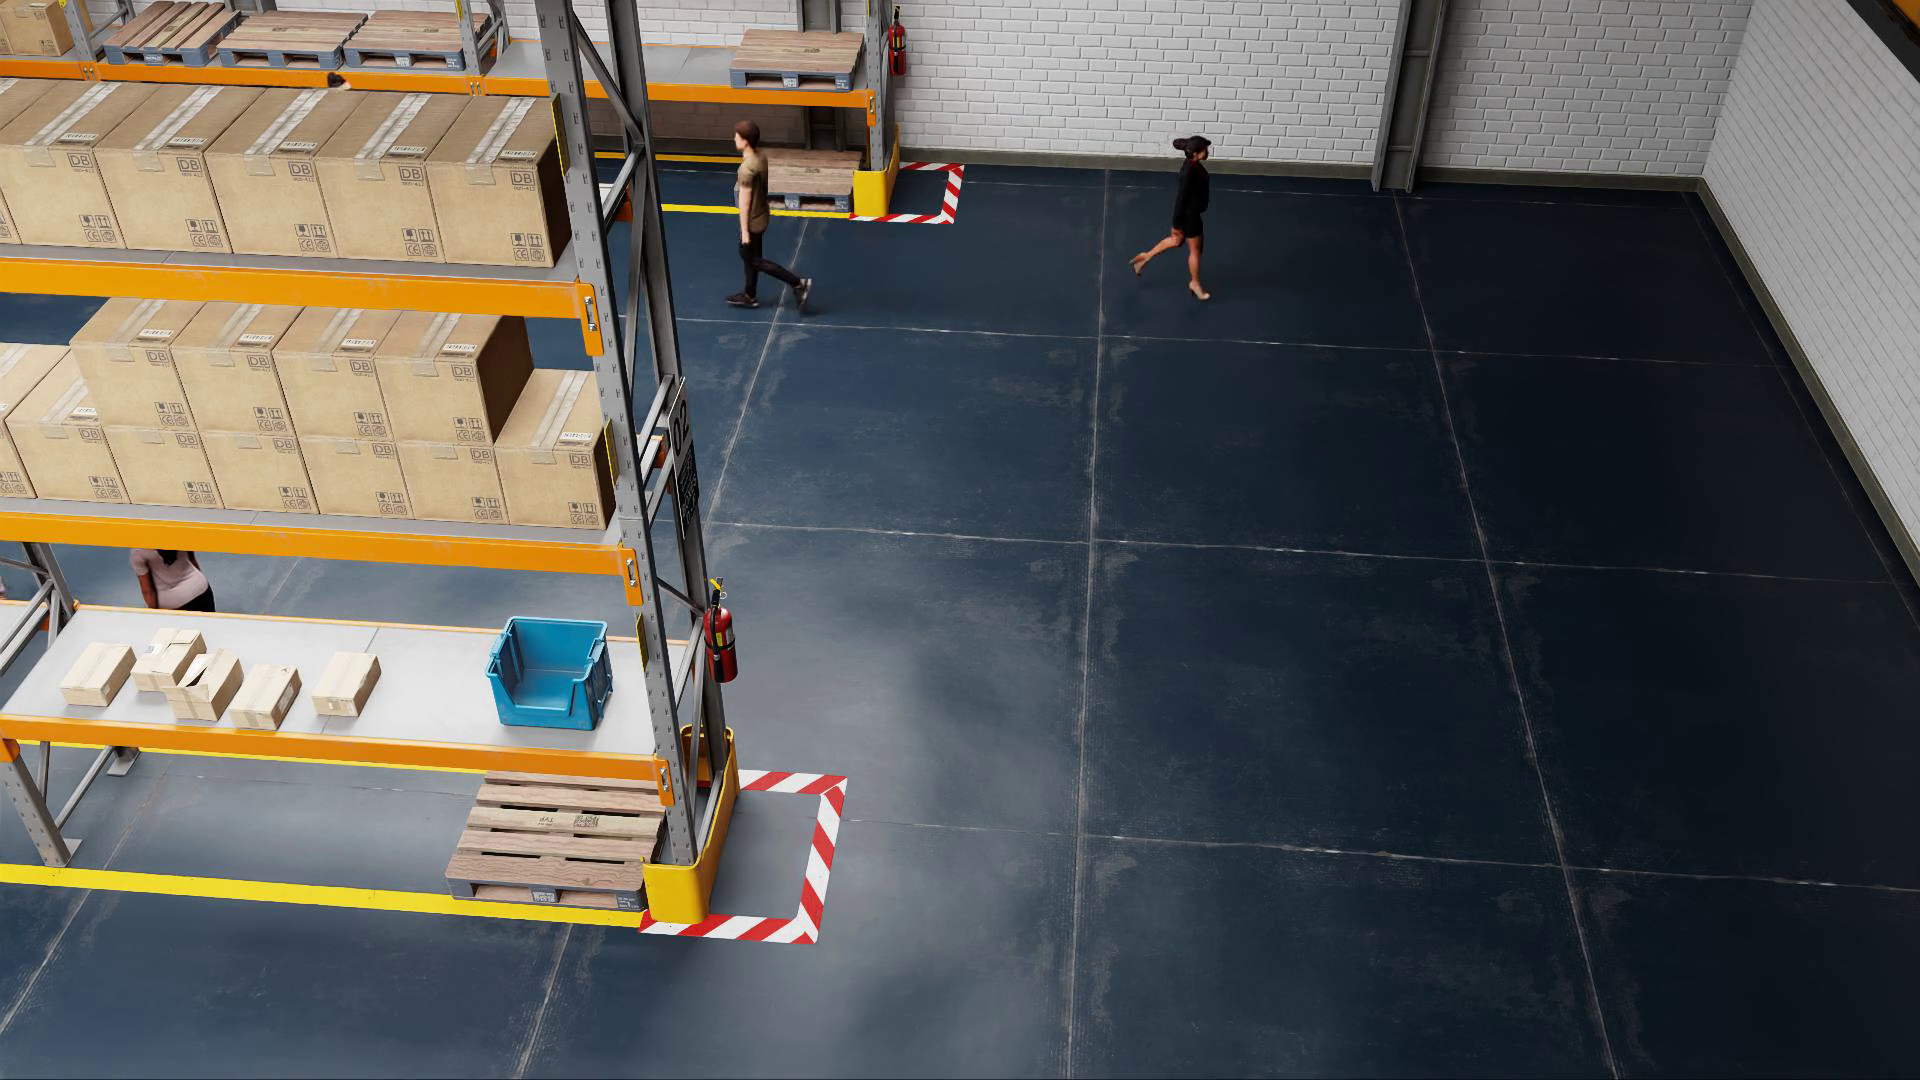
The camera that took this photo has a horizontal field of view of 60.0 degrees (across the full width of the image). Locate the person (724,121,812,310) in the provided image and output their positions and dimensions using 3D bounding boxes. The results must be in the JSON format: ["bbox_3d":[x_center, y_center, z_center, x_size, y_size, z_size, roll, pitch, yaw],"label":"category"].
[{"bbox_3d":[-1.771,-2.863,14.946,1.052,1.831,0.663,4,39,5],"label":"person"}]

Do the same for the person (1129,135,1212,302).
[{"bbox_3d":[1.999,-2.938,15.220,1.038,1.608,0.650,8,39,10],"label":"person"}]
